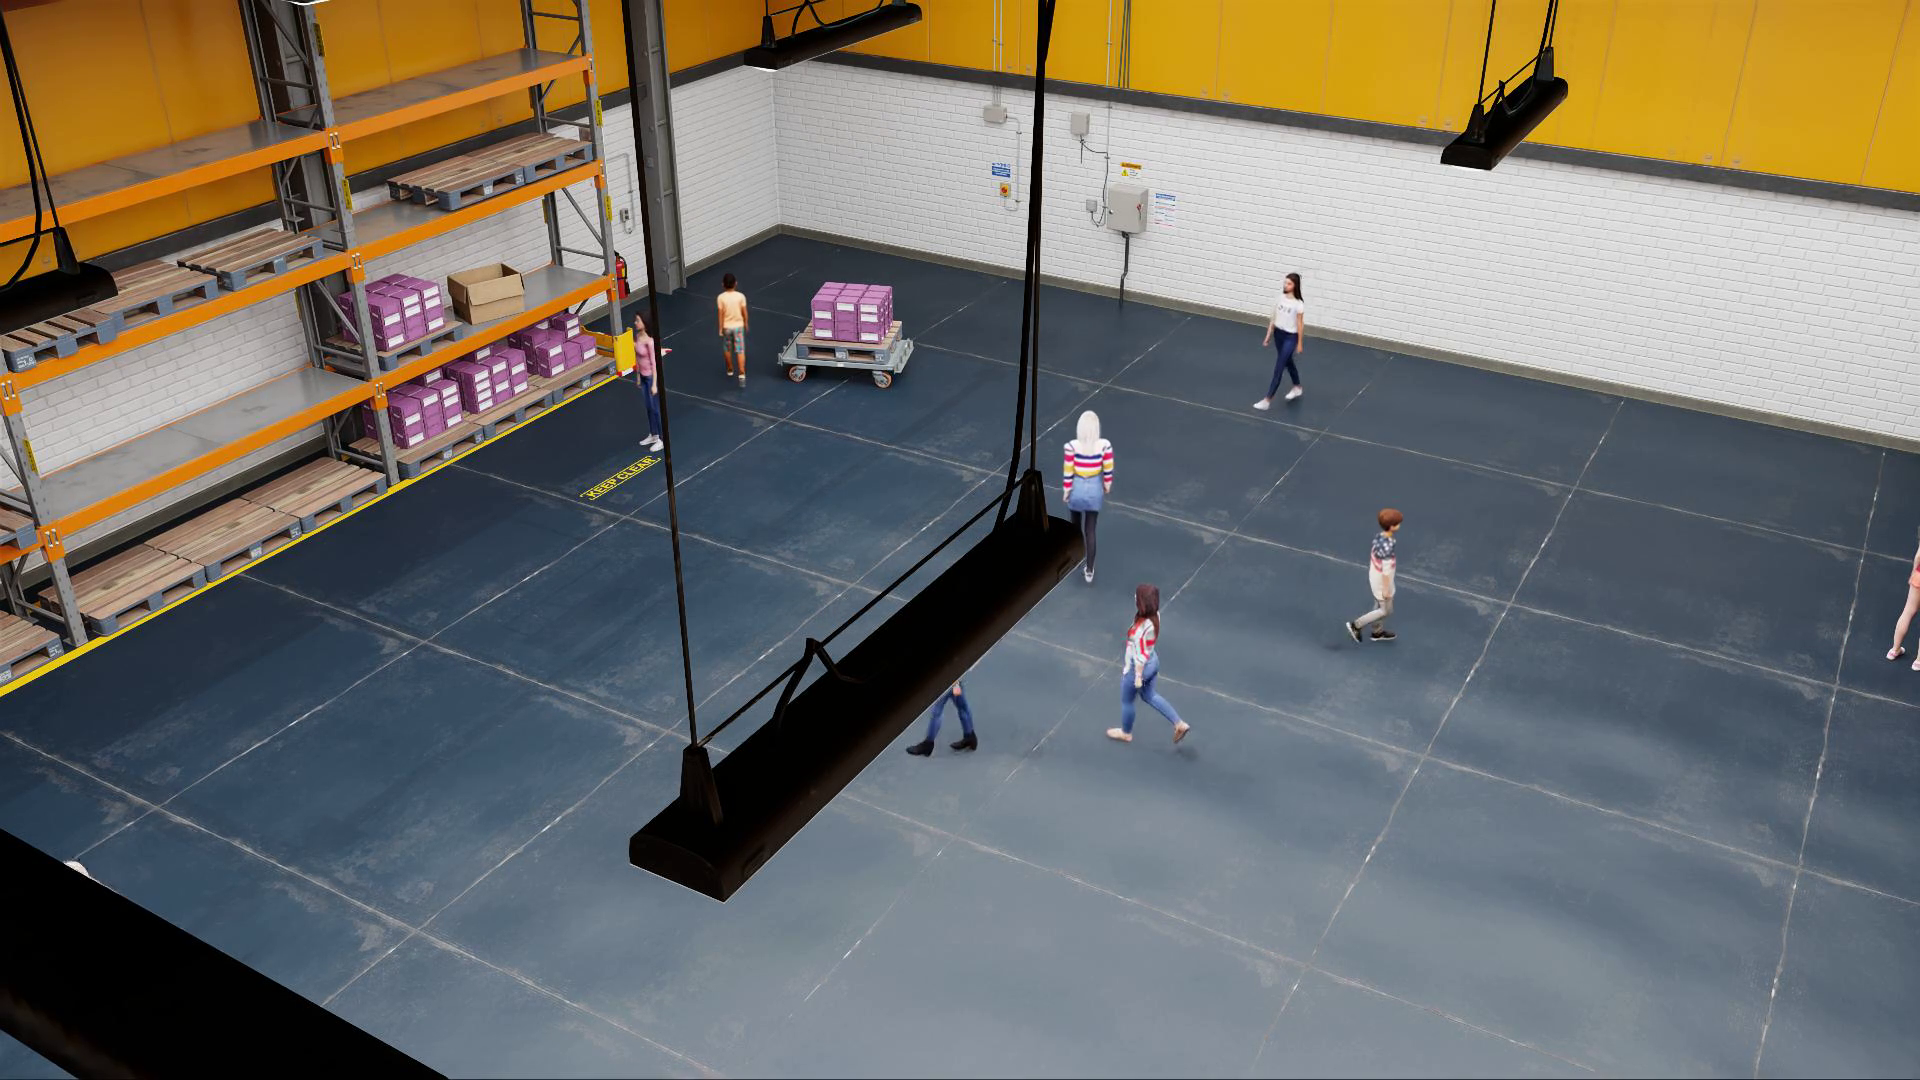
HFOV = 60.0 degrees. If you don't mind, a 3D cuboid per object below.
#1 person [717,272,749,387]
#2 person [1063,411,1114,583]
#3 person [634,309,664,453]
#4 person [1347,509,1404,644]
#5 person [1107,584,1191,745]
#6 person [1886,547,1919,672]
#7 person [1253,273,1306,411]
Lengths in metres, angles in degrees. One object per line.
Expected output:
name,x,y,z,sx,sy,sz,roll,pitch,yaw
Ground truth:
person,-2.910,-2.698,21.395,0.918,1.439,1.015,-5,29,-9
person,1.296,-0.422,16.889,1.032,1.759,1.232,0,29,0
person,-3.655,-1.903,19.622,0.649,1.742,0.648,-18,33,-29
person,3.961,0.364,15.789,0.801,1.432,0.787,-1,29,-2
person,1.646,1.109,14.255,0.700,1.593,0.914,13,31,23
person,9.018,0.381,15.423,0.683,1.754,0.655,-18,34,-30
person,4.120,-2.484,20.702,1.199,1.727,0.942,-17,33,-28
